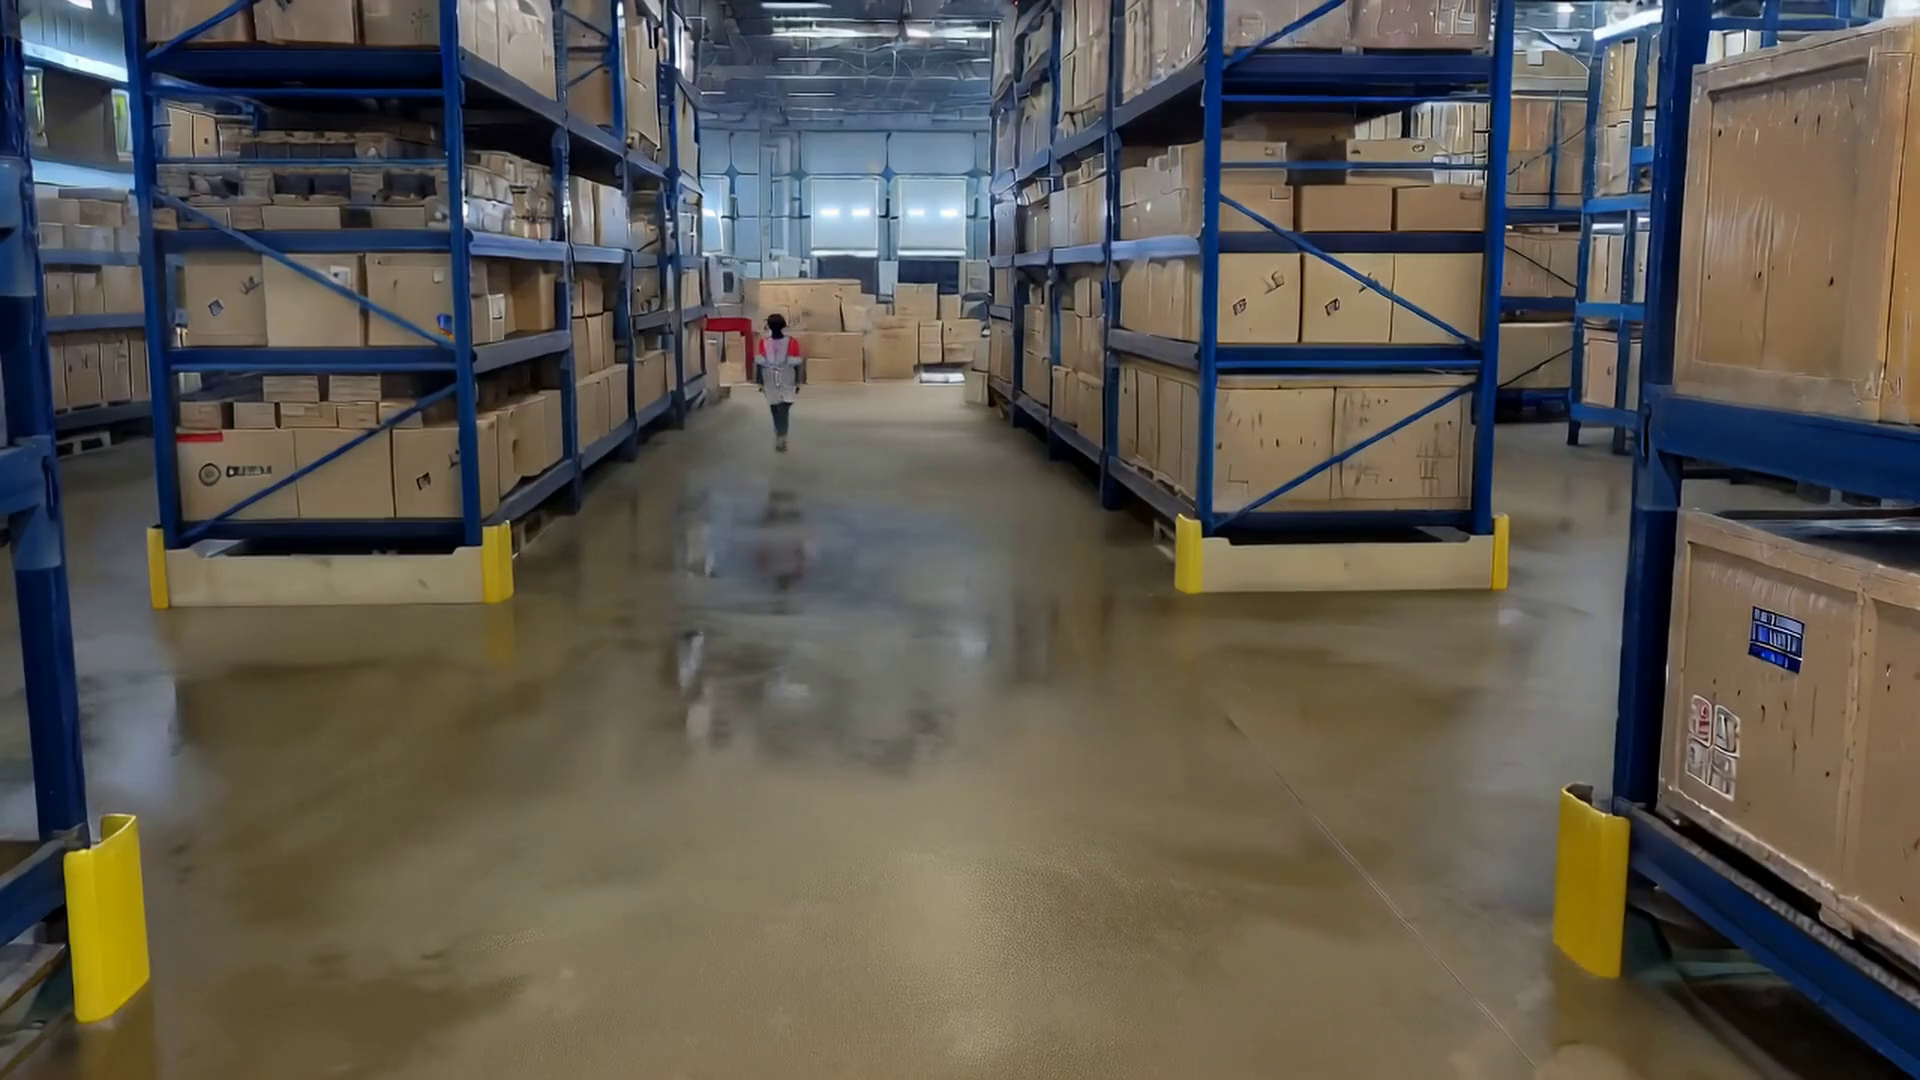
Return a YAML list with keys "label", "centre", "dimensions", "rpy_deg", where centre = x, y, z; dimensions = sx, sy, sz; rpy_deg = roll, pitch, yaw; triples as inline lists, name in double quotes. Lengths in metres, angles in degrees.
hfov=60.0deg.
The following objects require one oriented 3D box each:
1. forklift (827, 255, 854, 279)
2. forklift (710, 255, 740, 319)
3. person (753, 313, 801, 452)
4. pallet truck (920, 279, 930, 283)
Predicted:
- label: "forklift"
  centre: [-4.171, -8.608, 58.381]
  dimensions: [1.129, 2.768, 1.873]
  rpy_deg: [-5, 10, -30]
- label: "forklift"
  centre: [-8.366, -8.713, 59.037]
  dimensions: [1.129, 2.768, 1.873]
  rpy_deg: [-1, 9, -4]
- label: "person"
  centre: [-2.207, -1.878, 19.942]
  dimensions: [0.553, 1.648, 0.861]
  rpy_deg: [1, 9, 5]
- label: "pallet truck"
  centre: [-0.932, -8.922, 63.114]
  dimensions: [1.885, 1.965, 0.823]
  rpy_deg: [2, 9, 13]
